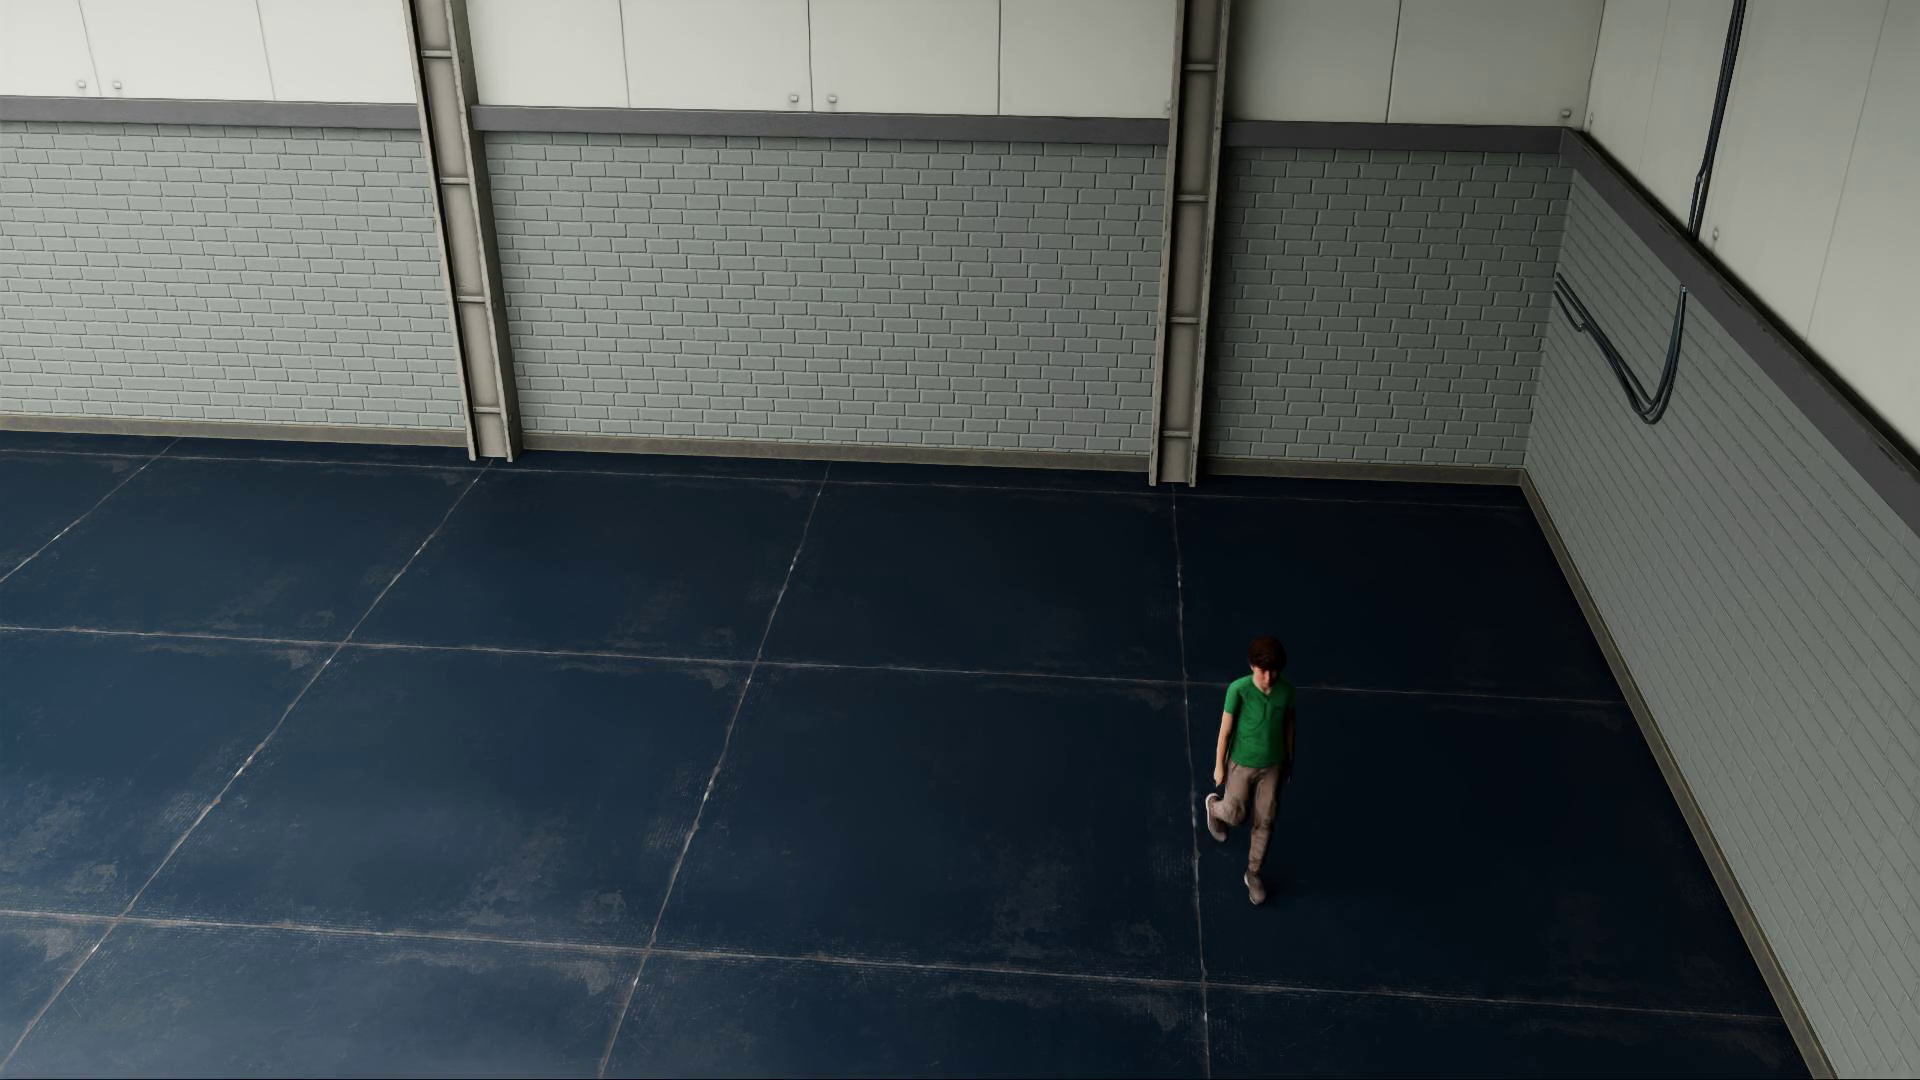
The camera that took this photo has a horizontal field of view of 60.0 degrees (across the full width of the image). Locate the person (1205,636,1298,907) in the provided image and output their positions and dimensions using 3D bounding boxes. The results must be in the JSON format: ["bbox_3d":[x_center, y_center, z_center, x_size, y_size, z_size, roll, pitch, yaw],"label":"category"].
[{"bbox_3d":[1.611,1.192,9.261,0.915,1.631,0.798,-5,28,-9],"label":"person"}]
